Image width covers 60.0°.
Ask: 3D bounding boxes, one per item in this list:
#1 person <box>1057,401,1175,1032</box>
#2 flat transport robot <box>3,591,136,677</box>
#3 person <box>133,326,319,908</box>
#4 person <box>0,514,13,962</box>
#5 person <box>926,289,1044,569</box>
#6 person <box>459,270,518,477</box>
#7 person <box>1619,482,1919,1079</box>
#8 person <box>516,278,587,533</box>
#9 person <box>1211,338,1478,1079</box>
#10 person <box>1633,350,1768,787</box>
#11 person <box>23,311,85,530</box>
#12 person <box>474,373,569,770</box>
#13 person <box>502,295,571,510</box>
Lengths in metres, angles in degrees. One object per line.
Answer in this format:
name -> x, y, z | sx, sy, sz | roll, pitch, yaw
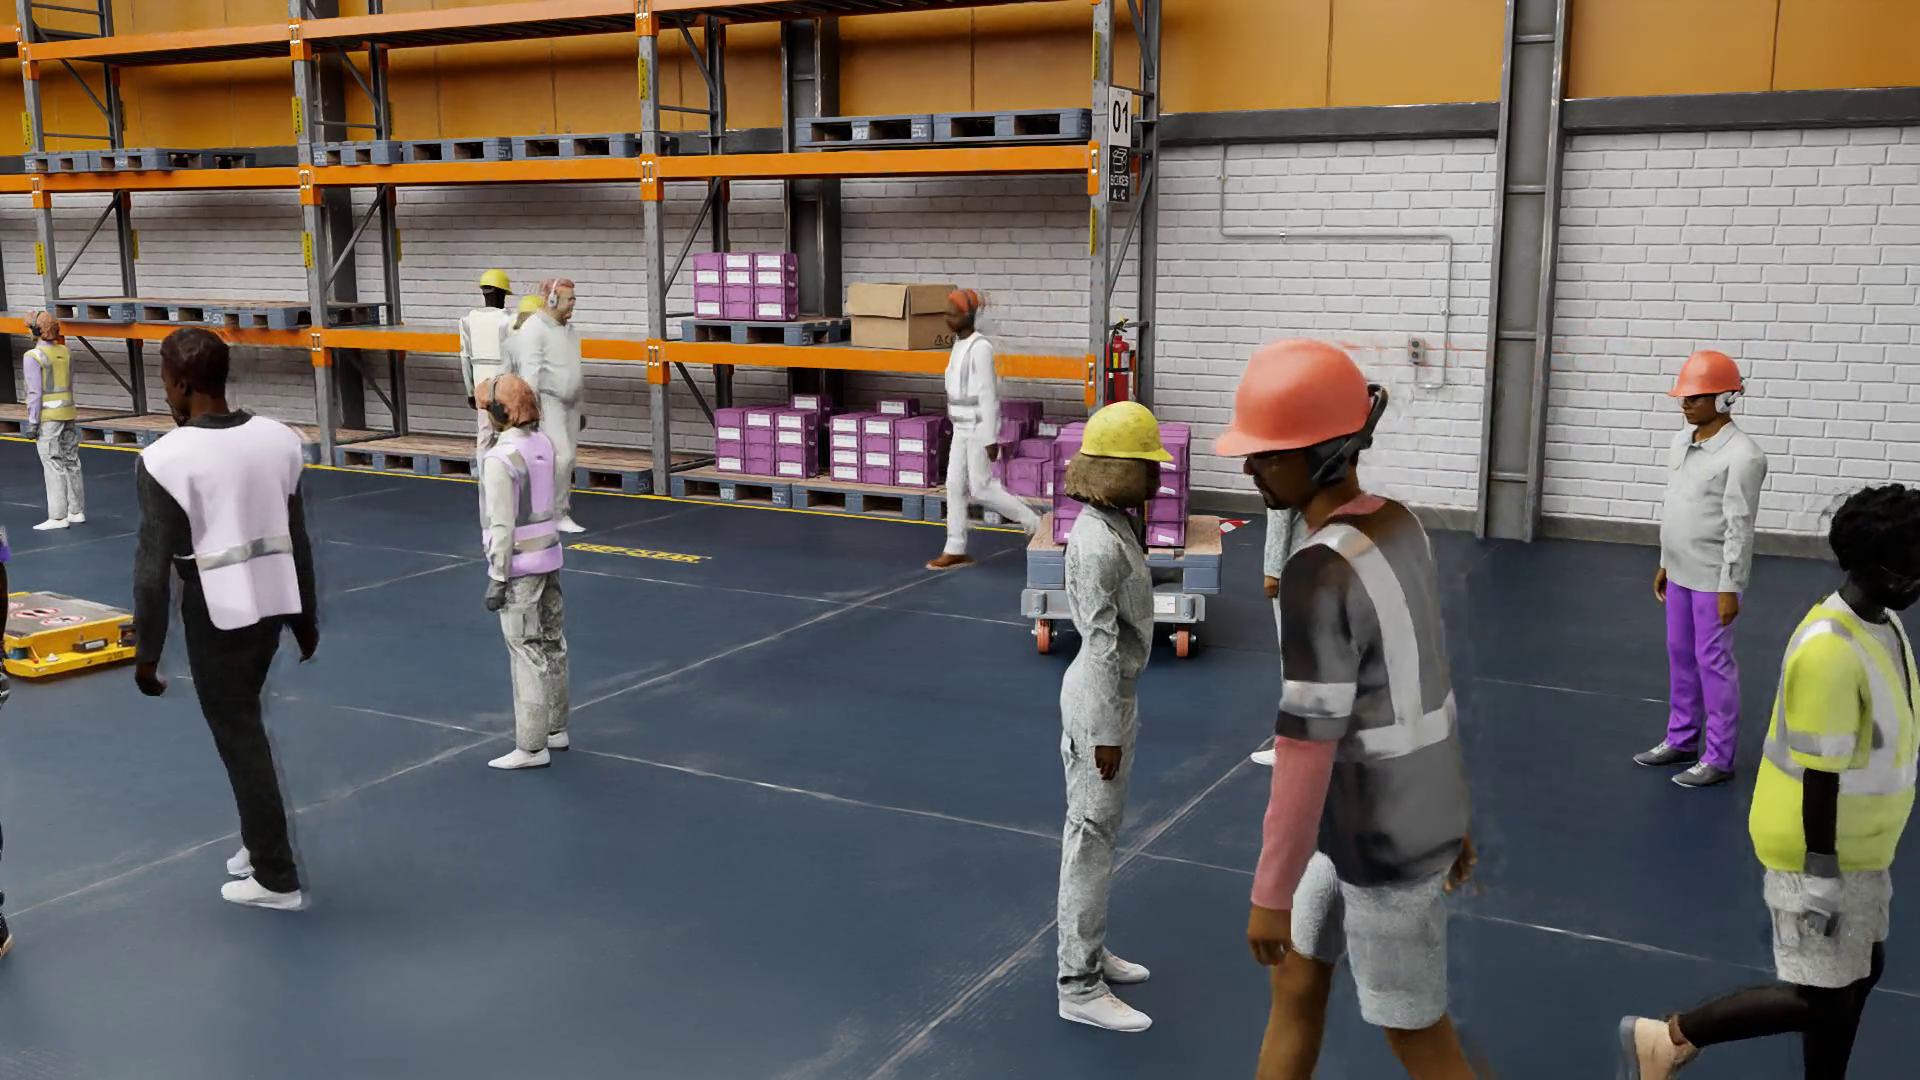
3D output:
person -> 0.429, 0.480, 4.658 | 0.308, 1.741, 0.494 | 1, 10, 7
flat transport robot -> -4.910, 0.469, 8.754 | 1.431, 0.197, 0.652 | 7, 12, 34
person -> -2.412, 0.263, 5.405 | 0.598, 1.896, 0.611 | 4, 11, 23
person -> -3.089, 0.331, 4.867 | 0.609, 1.963, 0.369 | 0, 10, 0
person -> 0.185, -0.721, 10.935 | 0.769, 1.863, 0.595 | -4, 11, -19
person -> -3.805, -1.256, 13.697 | 0.586, 1.917, 0.380 | 3, 11, 15
person -> 1.893, 0.670, 3.807 | 0.558, 1.664, 0.556 | 9, 14, 40
person -> -2.936, -0.966, 12.188 | 0.425, 1.884, 0.661 | 4, 11, 20
person -> 0.791, 0.587, 3.387 | 1.025, 1.978, 0.638 | 4, 11, 23
person -> 2.959, 0.113, 6.677 | 0.347, 1.743, 0.557 | -1, 10, -4
person -> -6.807, -0.895, 12.480 | 0.307, 1.641, 0.514 | 1, 10, 3
person -> -1.802, 0.130, 6.862 | 0.313, 1.639, 0.513 | 2, 11, 11
person -> -3.358, -1.062, 13.165 | 0.493, 1.724, 0.361 | 2, 10, 9
